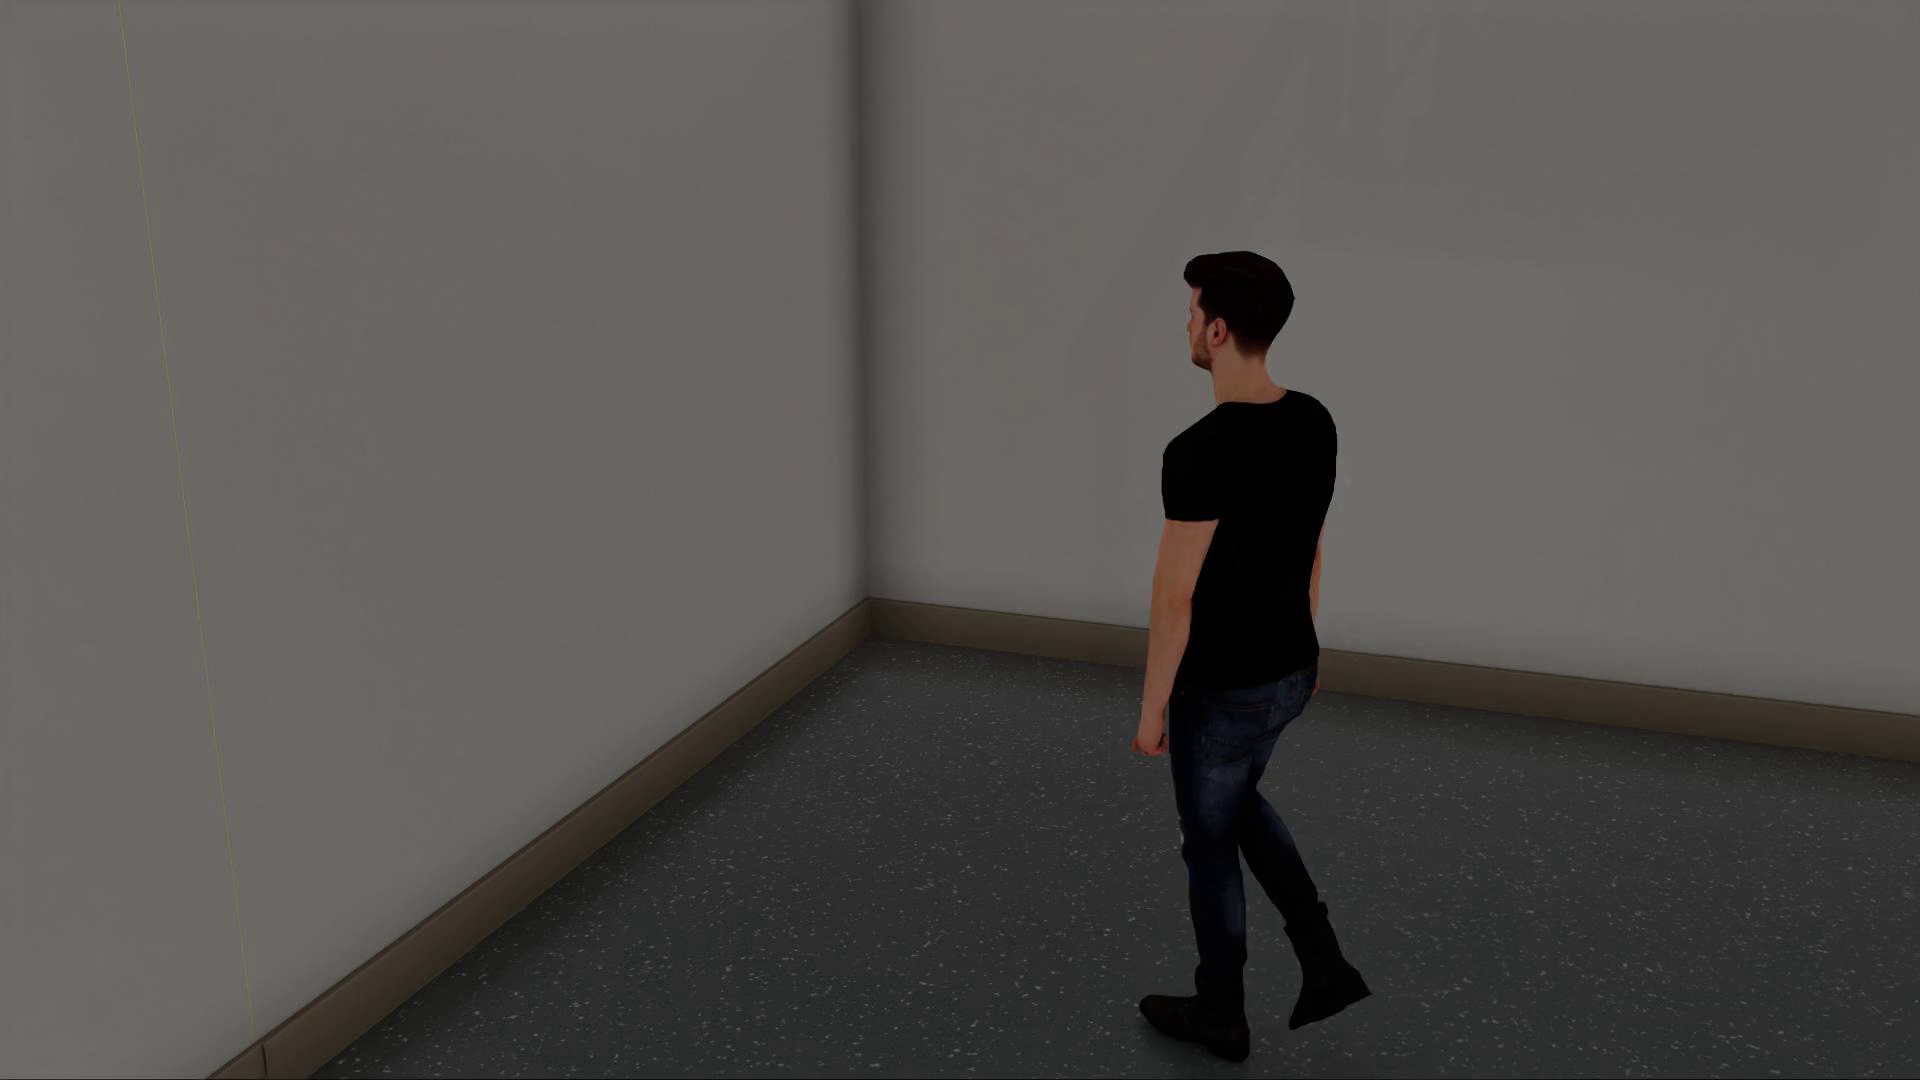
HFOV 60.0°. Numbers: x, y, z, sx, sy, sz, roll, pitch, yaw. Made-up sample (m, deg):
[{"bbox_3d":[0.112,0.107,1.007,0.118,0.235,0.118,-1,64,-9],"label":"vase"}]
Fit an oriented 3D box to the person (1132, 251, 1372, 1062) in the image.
[{"bbox_3d":[0.694,0.324,3.683,0.913,1.886,0.955,-13,21,-39],"label":"person"}]
